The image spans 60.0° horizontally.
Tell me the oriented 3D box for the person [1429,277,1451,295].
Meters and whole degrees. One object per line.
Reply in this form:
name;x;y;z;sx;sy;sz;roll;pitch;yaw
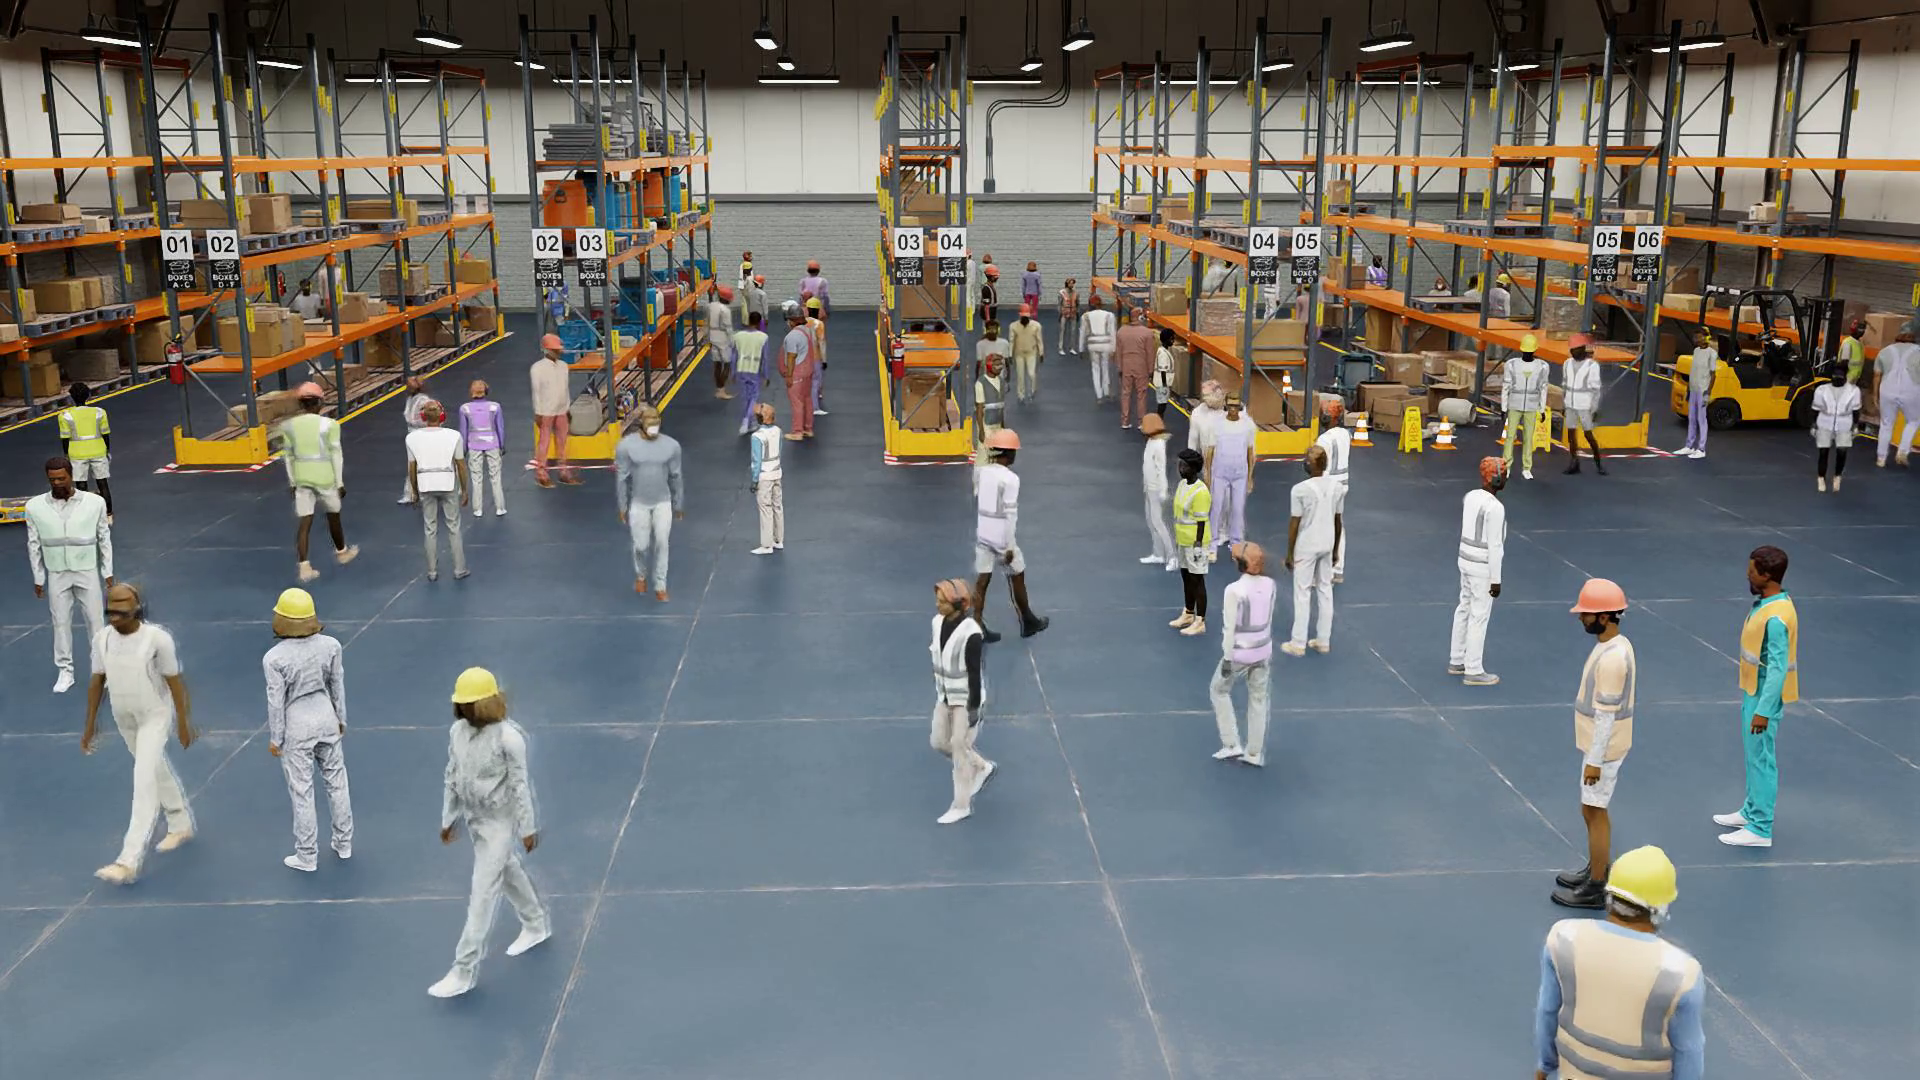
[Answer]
person;10.119;-4.732;35.182;0.497;1.636;0.286;7;15;26

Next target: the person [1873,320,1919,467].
person;12.865;-1.997;22.727;0.535;2.000;0.719;-12;18;-41

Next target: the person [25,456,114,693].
person;-7.151;0.262;13.420;0.590;1.918;0.389;-5;14;-21

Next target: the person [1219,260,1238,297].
person;6.182;-5.628;38.478;0.513;1.872;0.328;-6;15;-25

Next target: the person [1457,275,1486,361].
person;10.279;-4.420;33.528;0.562;1.802;0.995;-10;17;-37

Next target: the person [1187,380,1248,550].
person;2.832;-0.832;18.180;0.681;1.861;0.526;7;15;26

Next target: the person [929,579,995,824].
person;0.035;1.027;10.812;0.459;1.627;0.526;-9;16;-34

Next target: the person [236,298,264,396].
person;-12.572;-3.412;29.384;0.319;1.737;0.485;1;13;6

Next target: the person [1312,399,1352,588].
person;3.683;-0.465;16.573;0.339;1.882;0.581;10;17;37

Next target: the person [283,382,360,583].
person;-6.570;-0.616;17.005;0.623;1.978;1.017;1;13;5

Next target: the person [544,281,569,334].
person;-8.265;-4.621;33.852;0.615;2.035;0.393;1;13;4

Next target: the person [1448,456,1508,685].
person;4.256;0.245;13.596;0.355;1.876;0.574;-2;13;-8

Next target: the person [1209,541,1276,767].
person;1.990;0.799;11.759;0.546;1.620;0.464;-10;17;-37

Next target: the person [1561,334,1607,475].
person;8.336;-1.811;22.241;0.677;1.904;0.599;-9;16;-35

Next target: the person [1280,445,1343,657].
person;3.053;0.094;14.304;0.547;1.840;0.336;-5;14;-22

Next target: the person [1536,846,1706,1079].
person;2.442;2.016;6.227;0.627;1.827;0.474;11;17;38

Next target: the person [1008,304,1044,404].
person;1.114;-3.175;28.388;0.630;1.725;0.485;1;13;6

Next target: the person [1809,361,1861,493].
person;11.040;-1.418;21.015;0.574;1.682;0.486;7;15;26

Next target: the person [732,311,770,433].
person;-3.218;-2.535;25.344;0.659;1.889;0.665;4;14;16

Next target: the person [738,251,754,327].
person;-5.211;-6.115;40.586;0.388;1.848;0.564;-4;14;-16

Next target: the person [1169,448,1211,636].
person;2.081;0.011;14.968;0.321;1.691;0.533;-4;14;-15

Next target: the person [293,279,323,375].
person;-12.542;-4.108;32.073;0.567;1.850;0.471;-5;14;-21

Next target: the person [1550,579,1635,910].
person;3.659;1.167;9.589;0.389;1.923;0.549;5;14;20

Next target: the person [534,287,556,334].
person;-7.819;-3.892;31.368;0.349;1.758;0.522;0;13;1

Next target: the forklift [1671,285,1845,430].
forklift;12.503;-2.886;26.166;2.313;2.155;1.214;-1;13;-3

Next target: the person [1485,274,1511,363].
person;10.905;-4.463;33.645;0.403;1.828;0.596;-6;15;-24

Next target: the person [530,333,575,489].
person;-5.247;-1.671;21.445;0.396;1.992;0.622;9;16;32

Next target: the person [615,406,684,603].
person;-2.957;-0.339;15.956;0.647;1.919;0.451;-5;14;-22

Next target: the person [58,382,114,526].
person;-10.024;-0.967;19.099;0.541;1.696;0.315;-12;18;-42

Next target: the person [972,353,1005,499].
person;0.358;-1.419;20.733;0.384;1.835;0.561;8;16;32

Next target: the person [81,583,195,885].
person;-4.994;1.133;9.991;0.548;1.790;0.963;4;14;15

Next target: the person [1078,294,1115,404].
person;2.346;-3.287;28.596;0.617;1.848;0.660;0;13;2

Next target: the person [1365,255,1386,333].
person;9.811;-5.799;39.263;0.627;1.844;0.429;-8;15;-29
